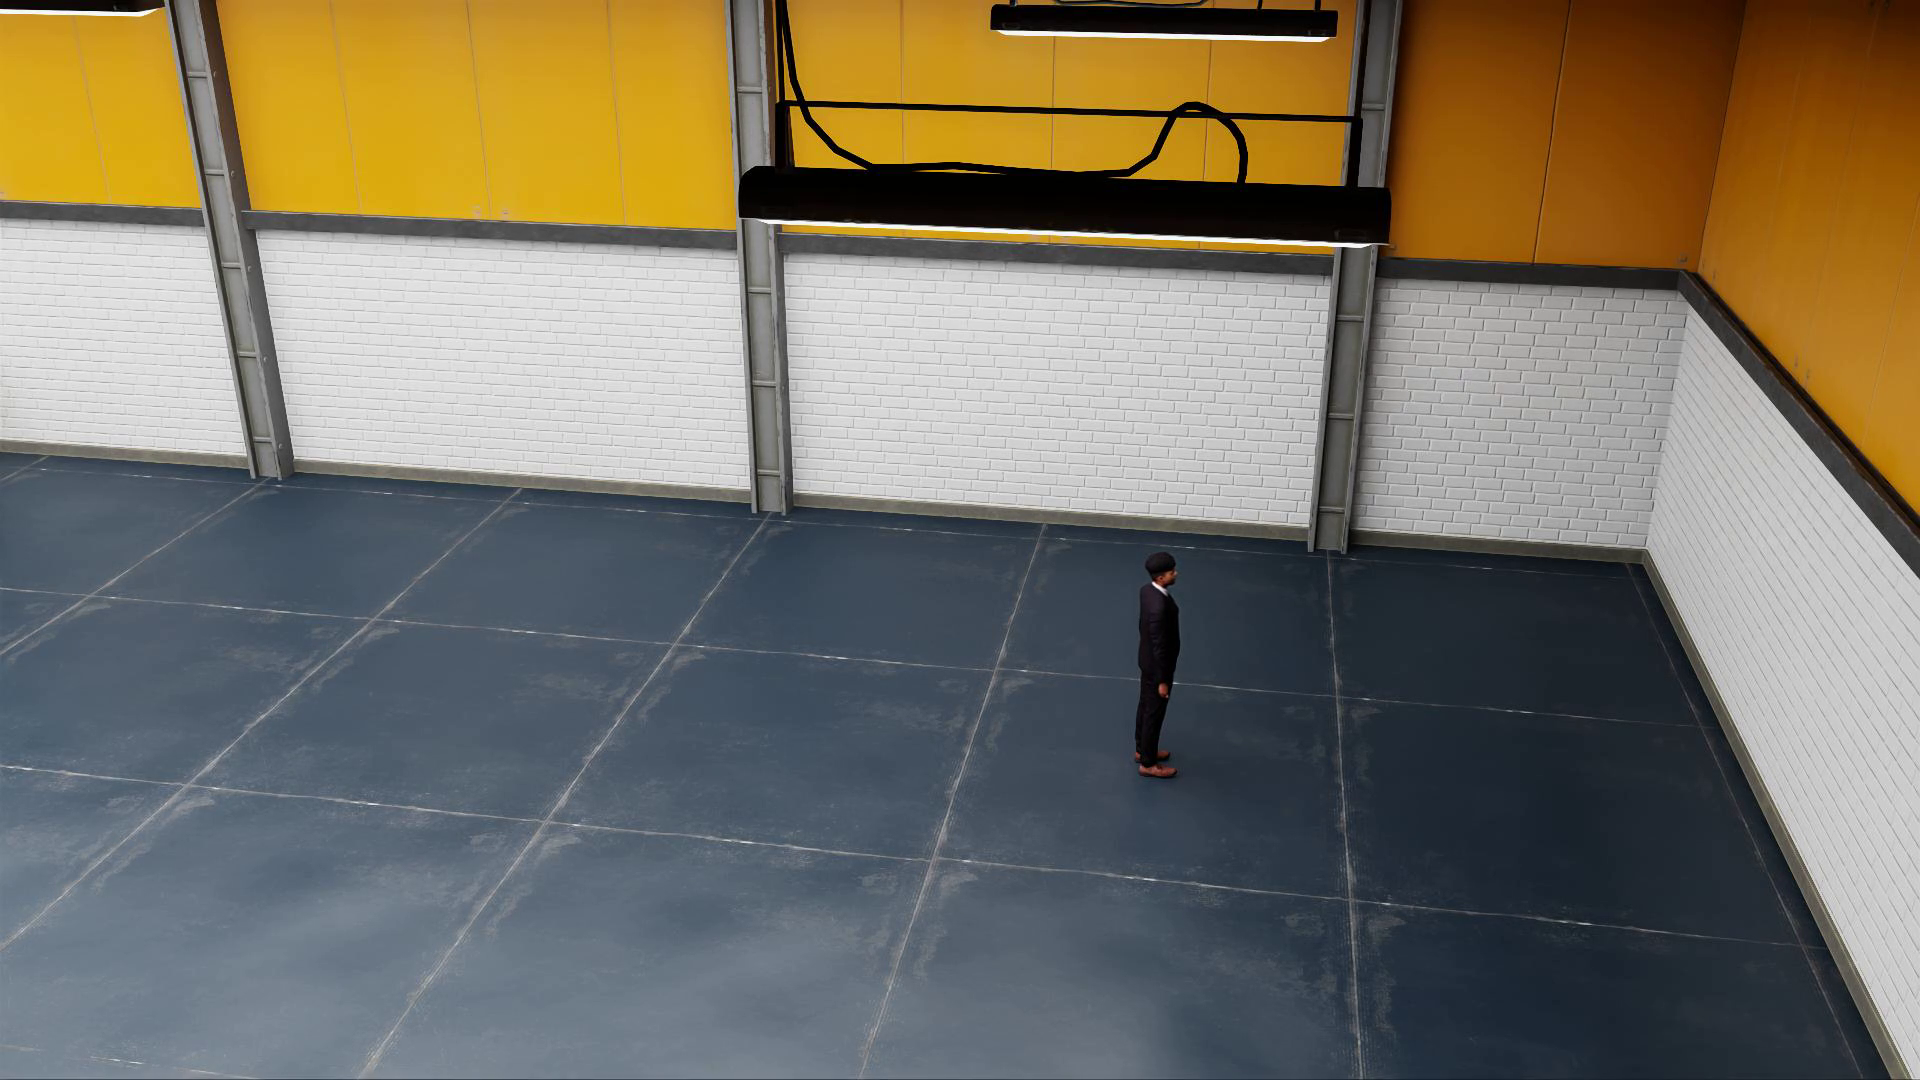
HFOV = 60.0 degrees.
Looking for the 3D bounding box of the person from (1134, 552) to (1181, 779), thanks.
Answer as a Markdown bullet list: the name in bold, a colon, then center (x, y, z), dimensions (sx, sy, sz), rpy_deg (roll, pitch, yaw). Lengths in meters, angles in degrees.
- **person**: center (1.524, 0.958, 13.023), dimensions (0.654, 1.884, 0.751), rpy_deg (-2, 24, -4)
